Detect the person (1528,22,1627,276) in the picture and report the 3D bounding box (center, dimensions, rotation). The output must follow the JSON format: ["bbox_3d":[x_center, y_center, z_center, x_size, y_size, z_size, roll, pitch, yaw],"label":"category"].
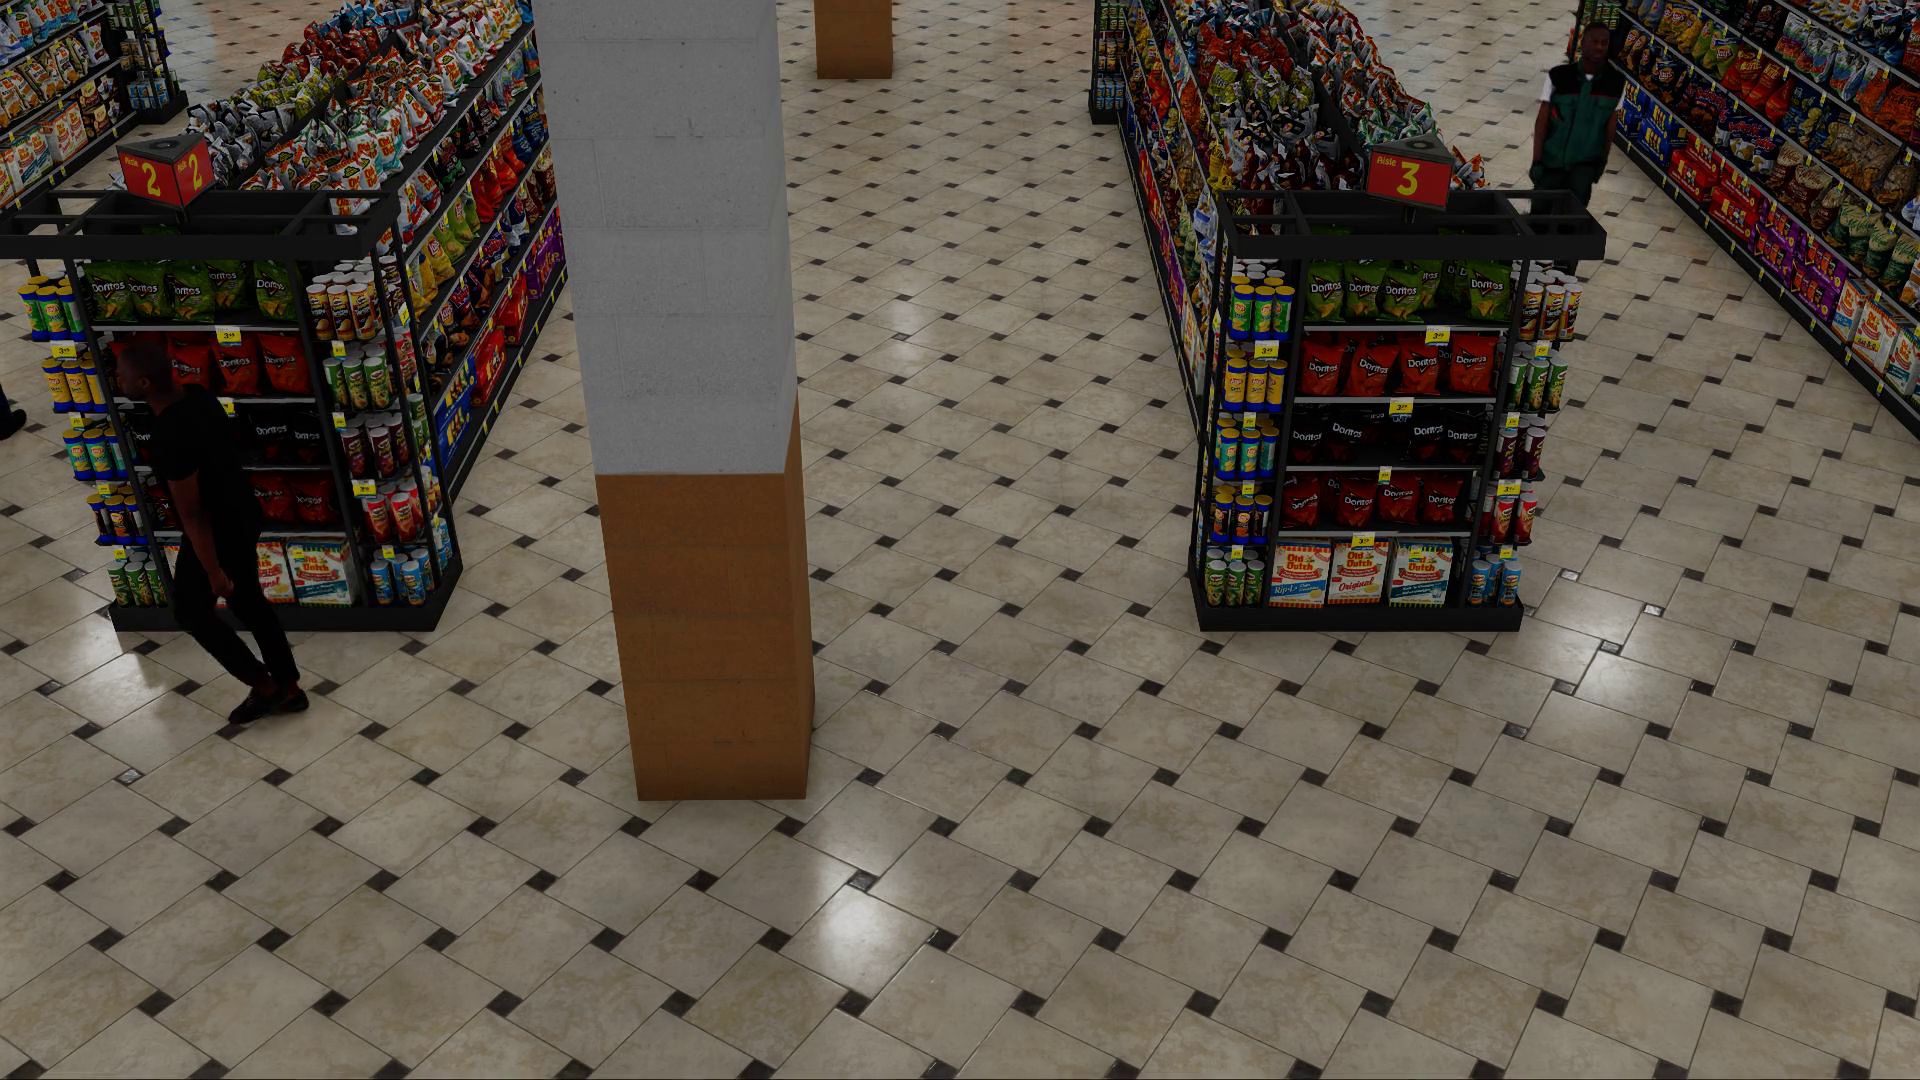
[{"bbox_3d":[3.964,-2.490,10.930,0.888,1.791,1.279,7,33,12],"label":"person"}]

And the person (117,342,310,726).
[{"bbox_3d":[-2.983,-0.007,6.934,0.725,1.798,0.562,-1,32,-2],"label":"person"}]
